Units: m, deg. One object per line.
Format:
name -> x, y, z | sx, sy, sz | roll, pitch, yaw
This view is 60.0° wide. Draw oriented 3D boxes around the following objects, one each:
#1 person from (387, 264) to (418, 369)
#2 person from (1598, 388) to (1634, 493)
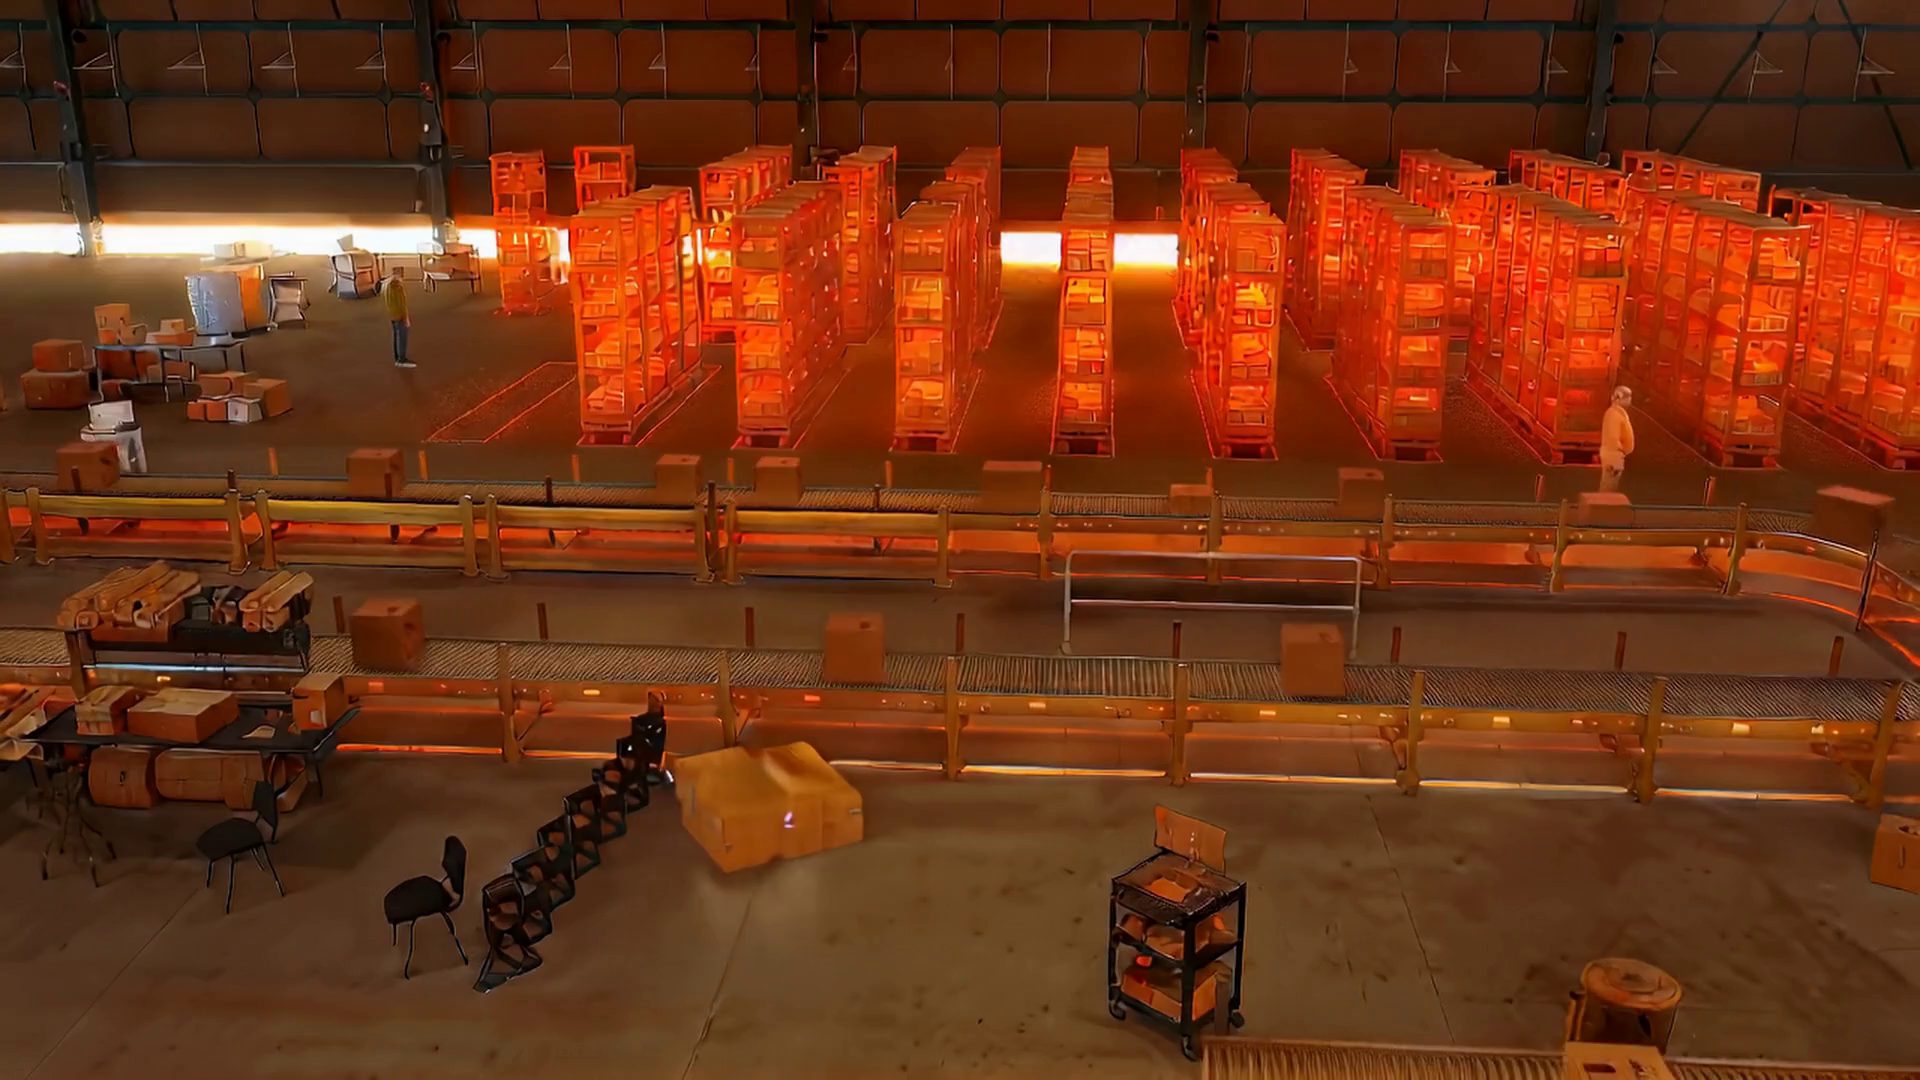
person -> -10.724, -4.285, 31.892 | 0.390, 1.992, 0.624 | -14, 22, -38
person -> 8.602, -1.064, 21.815 | 0.408, 1.906, 0.653 | 6, 18, 18
